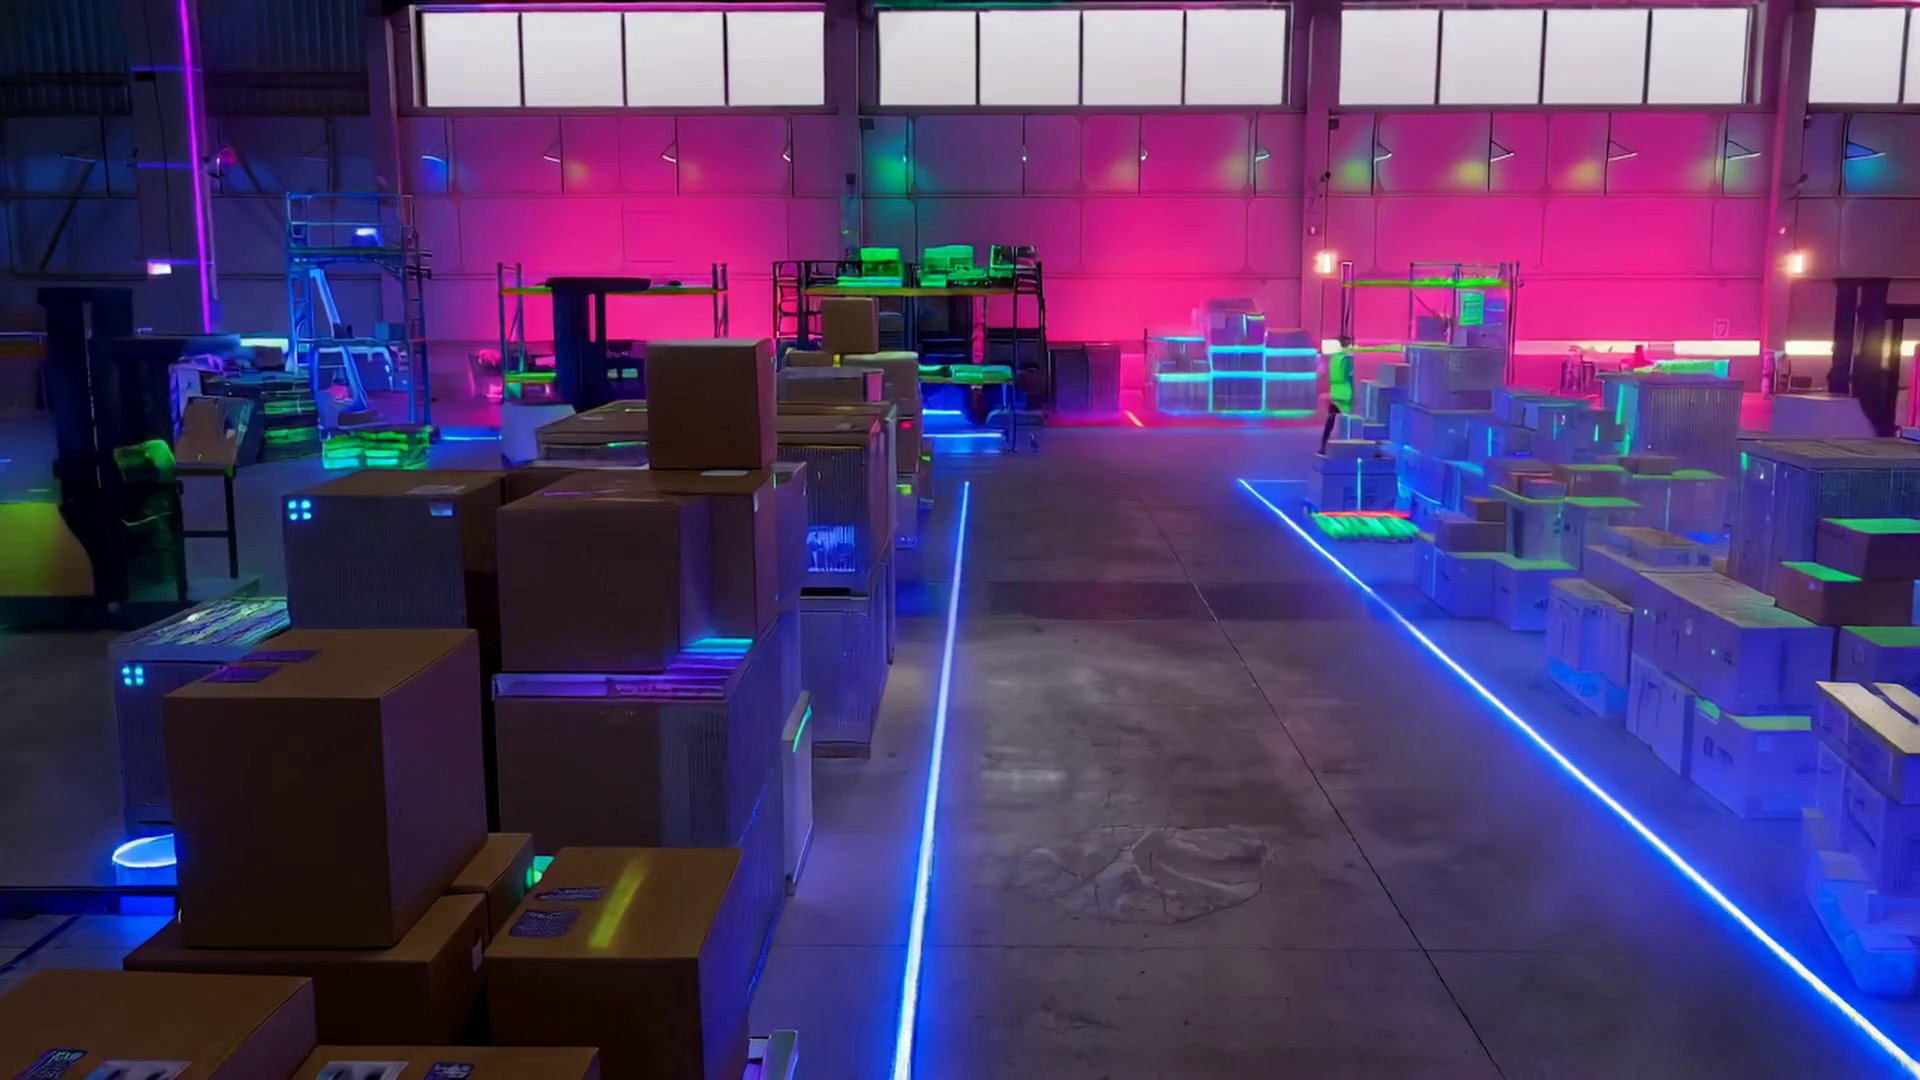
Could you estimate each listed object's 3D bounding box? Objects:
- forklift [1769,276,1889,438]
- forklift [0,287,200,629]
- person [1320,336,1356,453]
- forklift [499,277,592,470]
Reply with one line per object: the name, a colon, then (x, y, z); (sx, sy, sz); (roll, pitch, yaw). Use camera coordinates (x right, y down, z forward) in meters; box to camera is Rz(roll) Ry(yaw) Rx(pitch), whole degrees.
forklift: (12.979, -2.429, 24.185); (1.873, 2.768, 1.129); (0, 9, 1)
forklift: (-7.212, -0.718, 13.939); (1.873, 2.768, 1.129); (0, 9, 0)
person: (6.038, -2.257, 26.118); (0.976, 1.882, 0.569); (-6, 11, -30)
forklift: (-5.470, -2.296, 23.386); (1.873, 2.768, 1.129); (-5, 11, -27)
